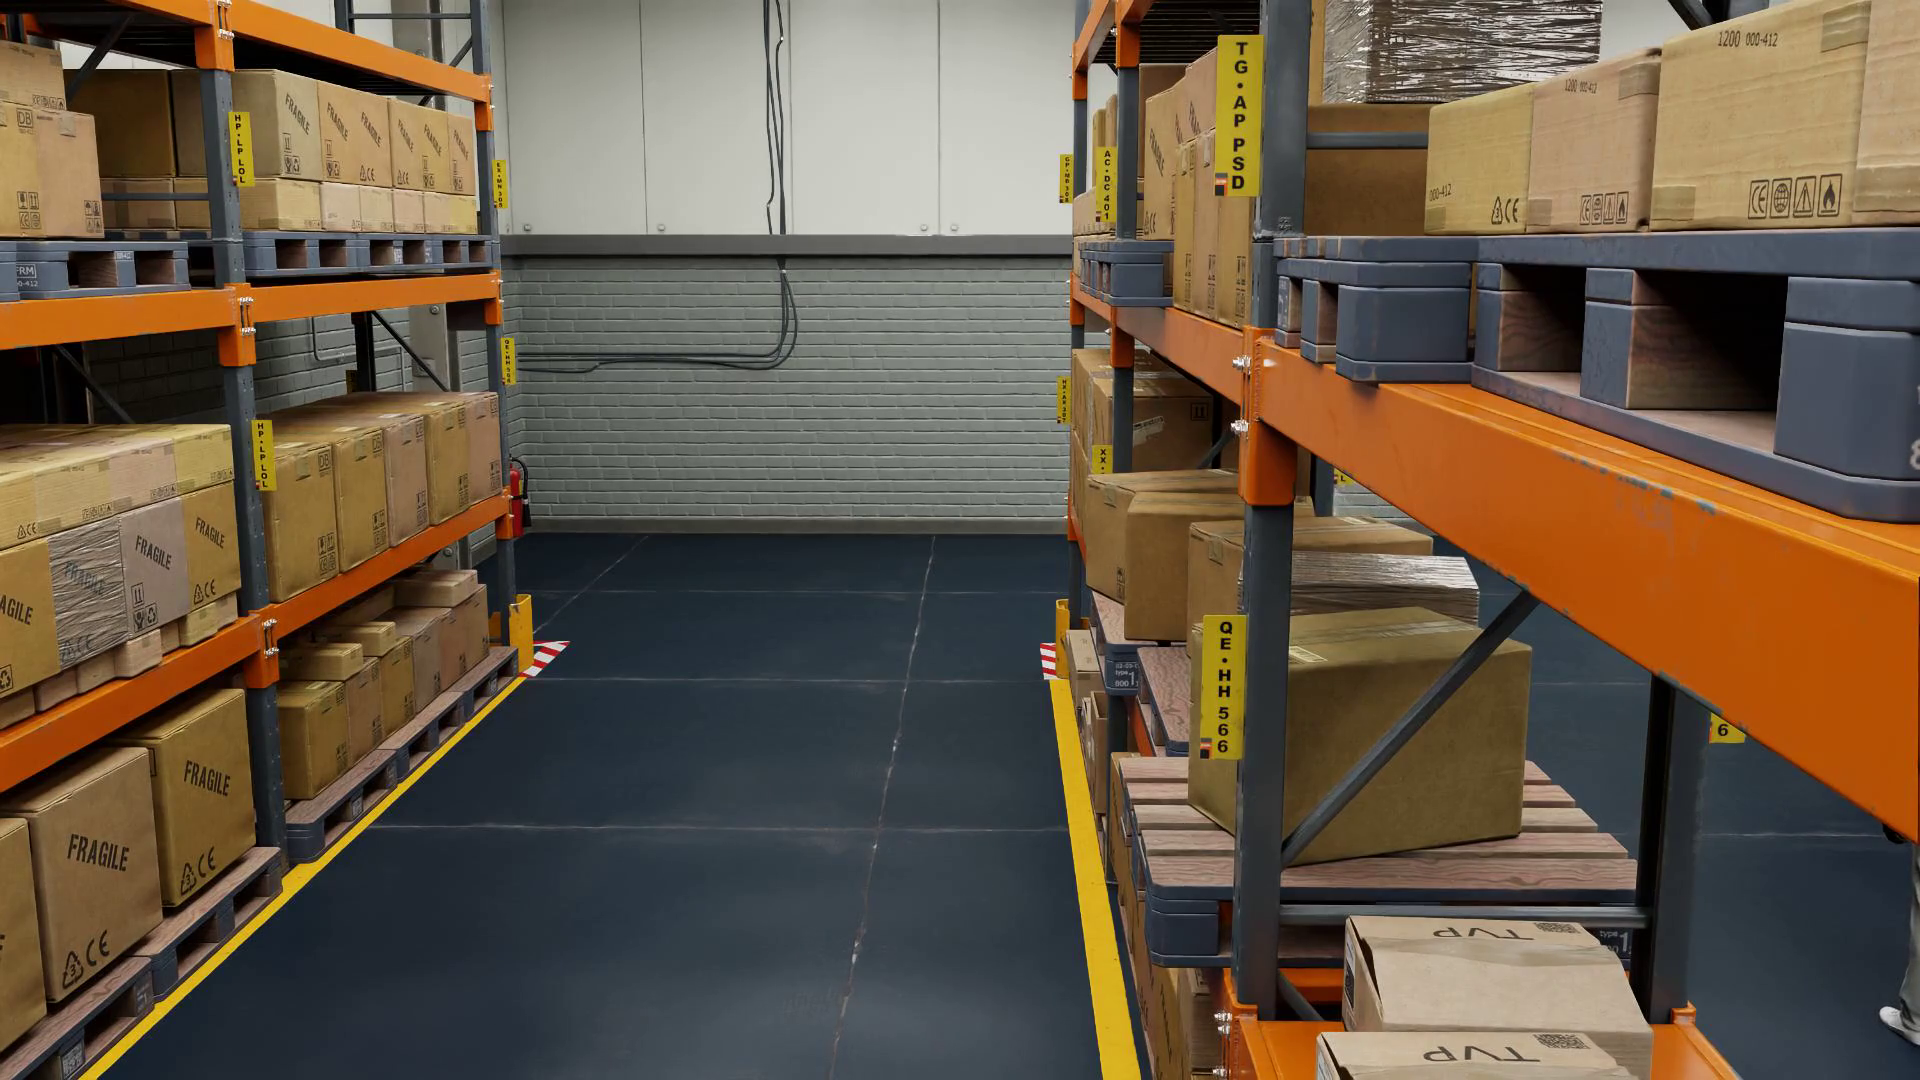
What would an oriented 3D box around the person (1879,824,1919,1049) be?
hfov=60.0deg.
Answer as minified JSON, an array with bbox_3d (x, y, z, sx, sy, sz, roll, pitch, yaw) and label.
[{"bbox_3d":[3.813,0.978,6.273,0.586,1.921,0.385,1,10,5],"label":"person"}]

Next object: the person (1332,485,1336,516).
[{"bbox_3d":[2.372,-0.061,11.812,0.632,2.023,0.493,-2,10,-14],"label":"person"}]
